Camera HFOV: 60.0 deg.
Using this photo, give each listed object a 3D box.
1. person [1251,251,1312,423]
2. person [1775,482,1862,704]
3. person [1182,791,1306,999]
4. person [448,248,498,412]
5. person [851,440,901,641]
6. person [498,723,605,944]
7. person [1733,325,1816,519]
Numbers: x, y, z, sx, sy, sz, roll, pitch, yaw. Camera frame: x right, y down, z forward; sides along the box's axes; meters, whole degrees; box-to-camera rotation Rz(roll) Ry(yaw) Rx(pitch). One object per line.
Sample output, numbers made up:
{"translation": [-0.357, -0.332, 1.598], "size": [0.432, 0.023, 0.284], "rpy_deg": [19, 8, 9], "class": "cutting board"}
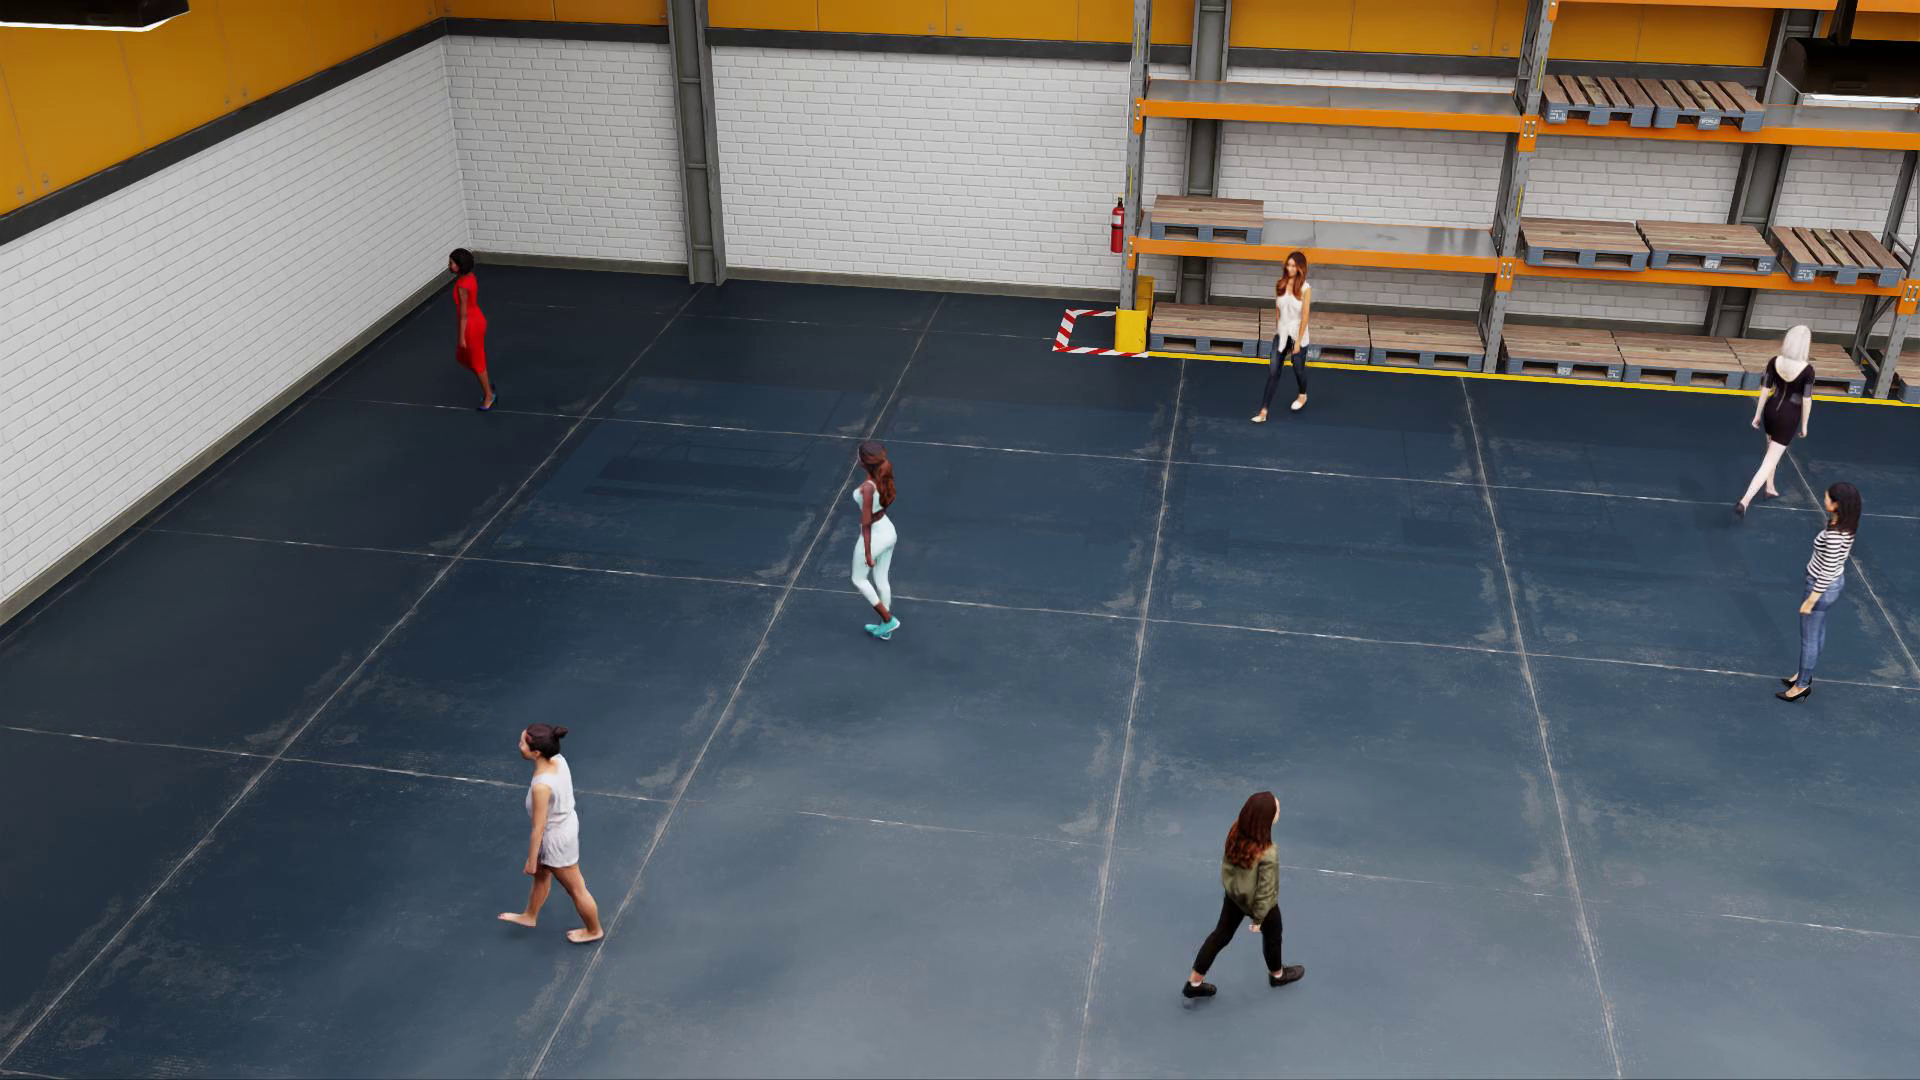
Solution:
{"translation": [3.399, -2.046, 16.759], "size": [1.161, 1.731, 1.062], "rpy_deg": [23, 36, 35], "class": "person"}
{"translation": [6.337, 0.388, 12.231], "size": [0.655, 1.796, 0.660], "rpy_deg": [21, 35, 33], "class": "person"}
{"translation": [1.591, 2.066, 9.523], "size": [1.074, 1.442, 0.946], "rpy_deg": [-13, 31, -23], "class": "person"}
{"translation": [-4.872, -2.128, 16.911], "size": [0.711, 1.729, 0.685], "rpy_deg": [-6, 29, -11], "class": "person"}
{"translation": [-0.592, 0.036, 12.961], "size": [0.747, 1.714, 0.686], "rpy_deg": [17, 33, 28], "class": "person"}
{"translation": [-2.325, 1.770, 9.916], "size": [0.935, 1.585, 0.705], "rpy_deg": [-1, 29, -3], "class": "person"}
{"translation": [7.252, -1.010, 14.796], "size": [1.134, 1.792, 1.113], "rpy_deg": [-21, 35, -33], "class": "person"}
